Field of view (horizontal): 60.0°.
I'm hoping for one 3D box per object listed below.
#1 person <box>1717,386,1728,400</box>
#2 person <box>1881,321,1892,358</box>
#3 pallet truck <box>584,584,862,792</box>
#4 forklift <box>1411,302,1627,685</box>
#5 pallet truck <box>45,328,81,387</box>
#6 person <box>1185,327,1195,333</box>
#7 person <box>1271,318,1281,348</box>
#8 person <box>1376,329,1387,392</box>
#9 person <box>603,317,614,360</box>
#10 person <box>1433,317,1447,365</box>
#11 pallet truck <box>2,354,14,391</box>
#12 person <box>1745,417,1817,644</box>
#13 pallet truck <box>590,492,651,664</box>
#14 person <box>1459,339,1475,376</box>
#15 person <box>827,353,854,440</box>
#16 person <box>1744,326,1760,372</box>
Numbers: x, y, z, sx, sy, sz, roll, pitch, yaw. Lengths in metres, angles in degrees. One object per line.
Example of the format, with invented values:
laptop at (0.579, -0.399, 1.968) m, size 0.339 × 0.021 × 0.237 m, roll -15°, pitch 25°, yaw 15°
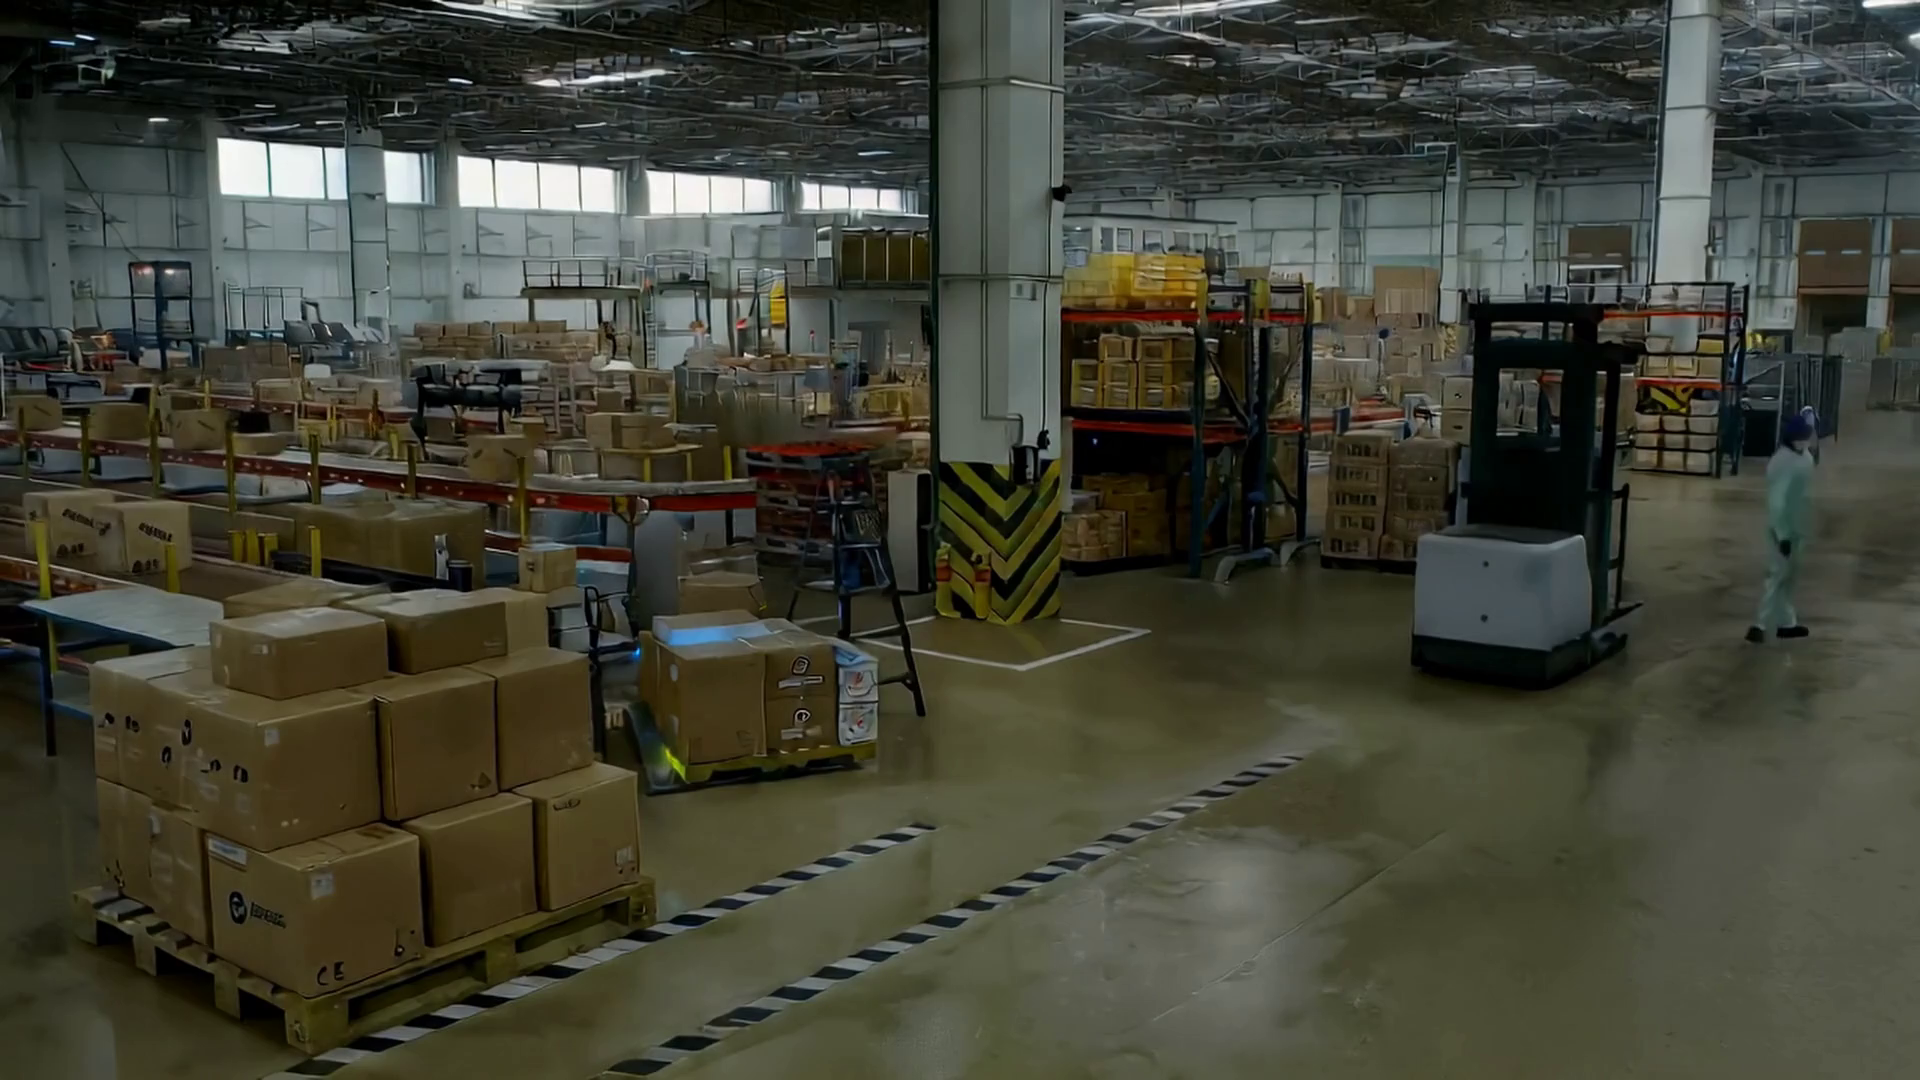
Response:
person at (16.565, -3.337, 36.460) m, size 0.539 × 1.658 × 0.833 m, roll -2°, pitch 9°, yaw -15°
person at (33.111, -6.876, 59.497) m, size 0.394 × 1.919 × 0.581 m, roll 3°, pitch 9°, yaw 22°
pallet truck at (-1.426, 0.805, 10.019) m, size 1.601 × 1.201 × 0.680 m, roll -4°, pitch 9°, yaw -26°
forklift at (4.379, -0.438, 12.852) m, size 1.129 × 2.768 × 1.873 m, roll 7°, pitch 11°, yaw 37°
pallet truck at (-23.775, -4.544, 43.495) m, size 1.885 × 1.965 × 0.823 m, roll 6°, pitch 10°, yaw 35°
person at (6.375, -4.772, 45.084) m, size 0.935 × 1.981 × 0.648 m, roll -3°, pitch 9°, yaw -22°
person at (13.865, -8.830, 72.910) m, size 0.429 × 1.842 × 0.633 m, roll 2°, pitch 9°, yaw 14°
person at (12.391, -5.283, 48.945) m, size 0.312 × 1.864 × 0.515 m, roll 2°, pitch 9°, yaw 14°
person at (-15.216, -8.706, 71.931) m, size 0.337 × 1.881 × 0.584 m, roll 6°, pitch 10°, yaw 35°
person at (19.514, -8.085, 67.611) m, size 0.379 × 1.931 × 0.625 m, roll -5°, pitch 10°, yaw -30°
pallet truck at (-24.881, -4.417, 42.634) m, size 1.885 × 1.965 × 0.823 m, roll 8°, pitch 11°, yaw 41°
person at (6.875, -0.082, 13.794) m, size 0.728 × 1.895 × 0.359 m, roll -8°, pitch 12°, yaw -43°
pallet truck at (-3.115, 0.344, 12.883) m, size 0.653 × 1.274 × 1.630 m, roll 7°, pitch 11°, yaw 37°
person at (12.067, -3.826, 39.253) m, size 0.612 × 1.813 × 0.423 m, roll 6°, pitch 10°, yaw 35°
person at (-2.260, -2.869, 33.101) m, size 0.527 × 1.731 × 0.870 m, roll 7°, pitch 11°, yaw 38°
person at (29.267, -7.071, 61.521) m, size 0.496 × 1.704 × 0.910 m, roll -2°, pitch 9°, yaw -15°
